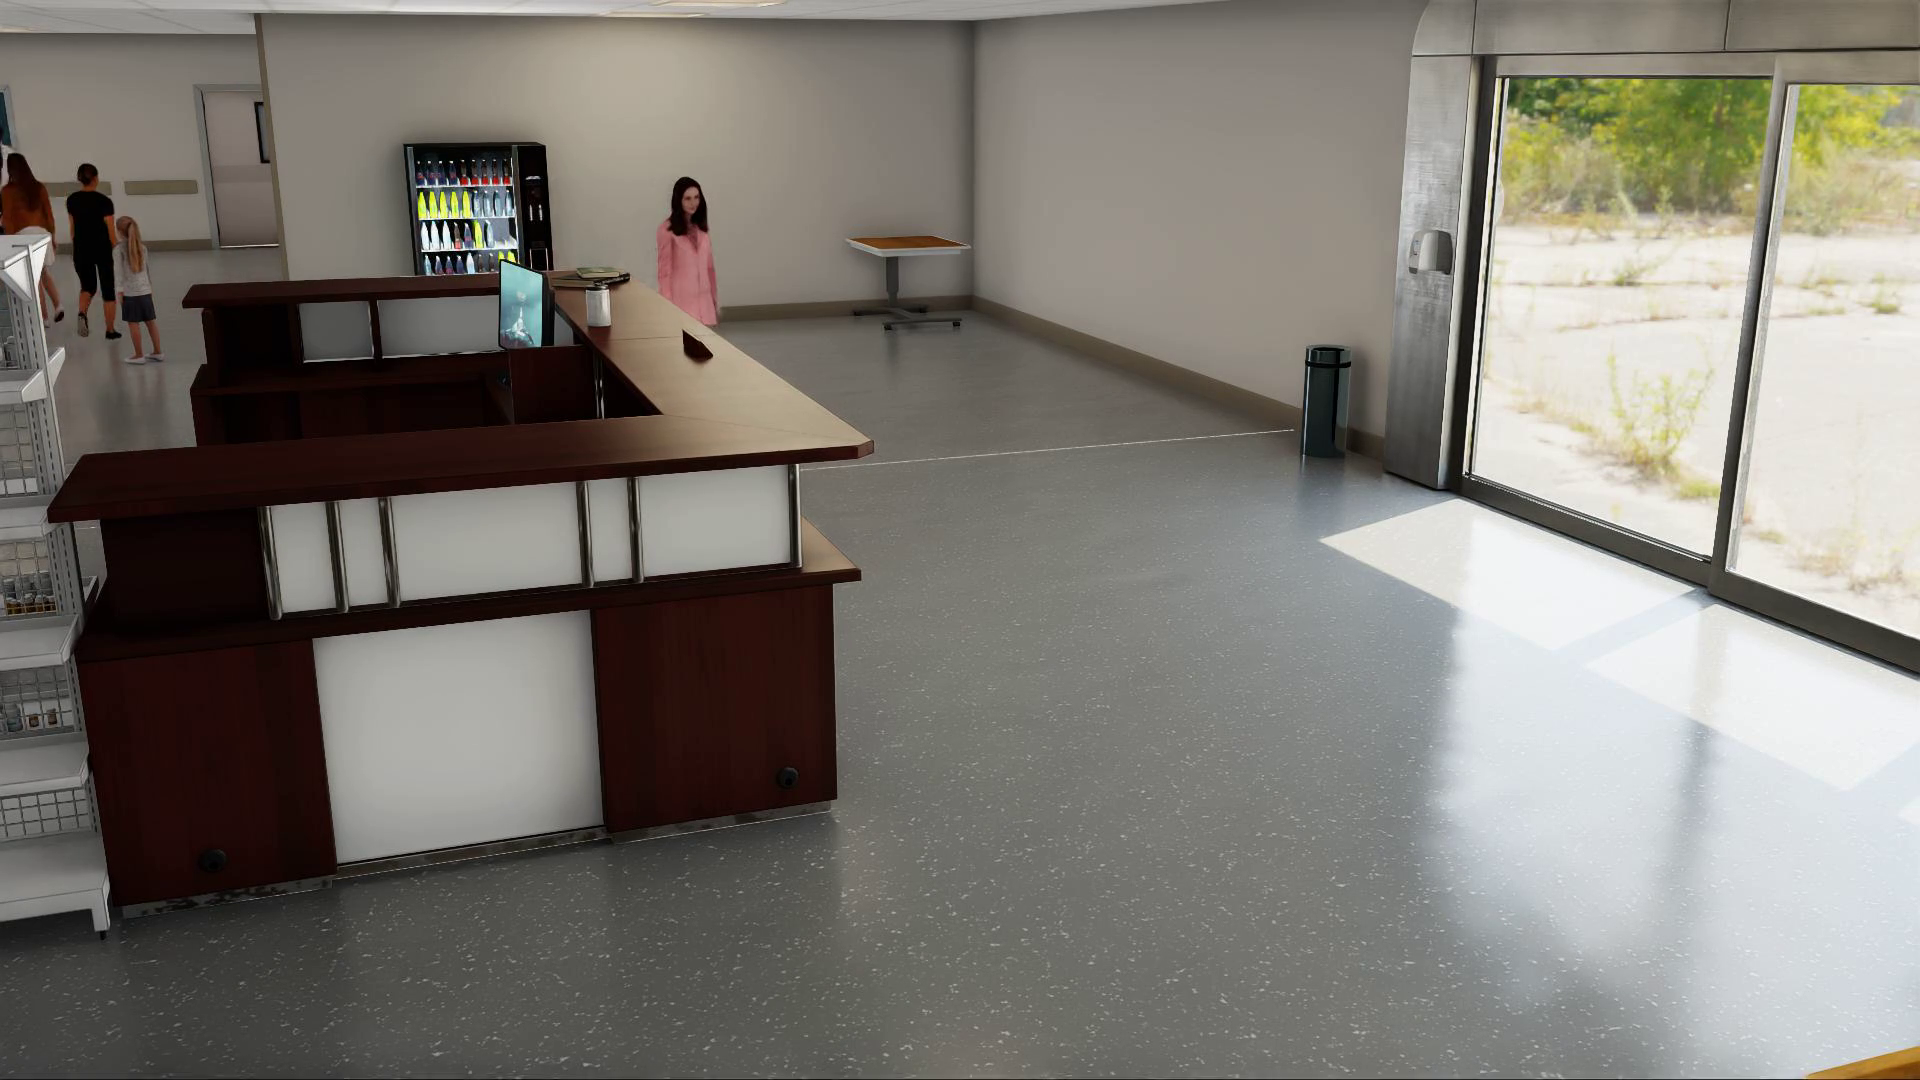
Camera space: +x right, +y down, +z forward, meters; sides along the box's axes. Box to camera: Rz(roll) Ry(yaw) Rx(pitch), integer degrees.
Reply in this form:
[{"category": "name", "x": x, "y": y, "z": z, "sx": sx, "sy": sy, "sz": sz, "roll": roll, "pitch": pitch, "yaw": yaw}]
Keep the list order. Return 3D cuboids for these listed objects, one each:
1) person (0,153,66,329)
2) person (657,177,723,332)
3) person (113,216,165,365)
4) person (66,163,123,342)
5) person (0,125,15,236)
[{"category": "person", "x": -9.166, "y": -2.961, "z": 16.503, "sx": 0.818, "sy": 1.710, "sz": 0.752, "roll": 10, "pitch": 18, "yaw": 30}, {"category": "person", "x": -1.972, "y": -1.643, "z": 11.713, "sx": 0.989, "sy": 1.772, "sz": 1.047, "roll": 14, "pitch": 21, "yaw": 40}, {"category": "person", "x": -7.225, "y": -2.196, "z": 14.579, "sx": 0.658, "sy": 1.274, "sz": 0.600, "roll": 7, "pitch": 17, "yaw": 23}, {"category": "person", "x": -8.151, "y": -2.675, "z": 15.590, "sx": 0.838, "sy": 1.655, "sz": 0.782, "roll": -2, "pitch": 16, "yaw": -6}, {"category": "person", "x": -11.839, "y": -4.260, "z": 20.794, "sx": 0.681, "sy": 1.881, "sz": 0.754, "roll": -3, "pitch": 16, "yaw": -12}]
